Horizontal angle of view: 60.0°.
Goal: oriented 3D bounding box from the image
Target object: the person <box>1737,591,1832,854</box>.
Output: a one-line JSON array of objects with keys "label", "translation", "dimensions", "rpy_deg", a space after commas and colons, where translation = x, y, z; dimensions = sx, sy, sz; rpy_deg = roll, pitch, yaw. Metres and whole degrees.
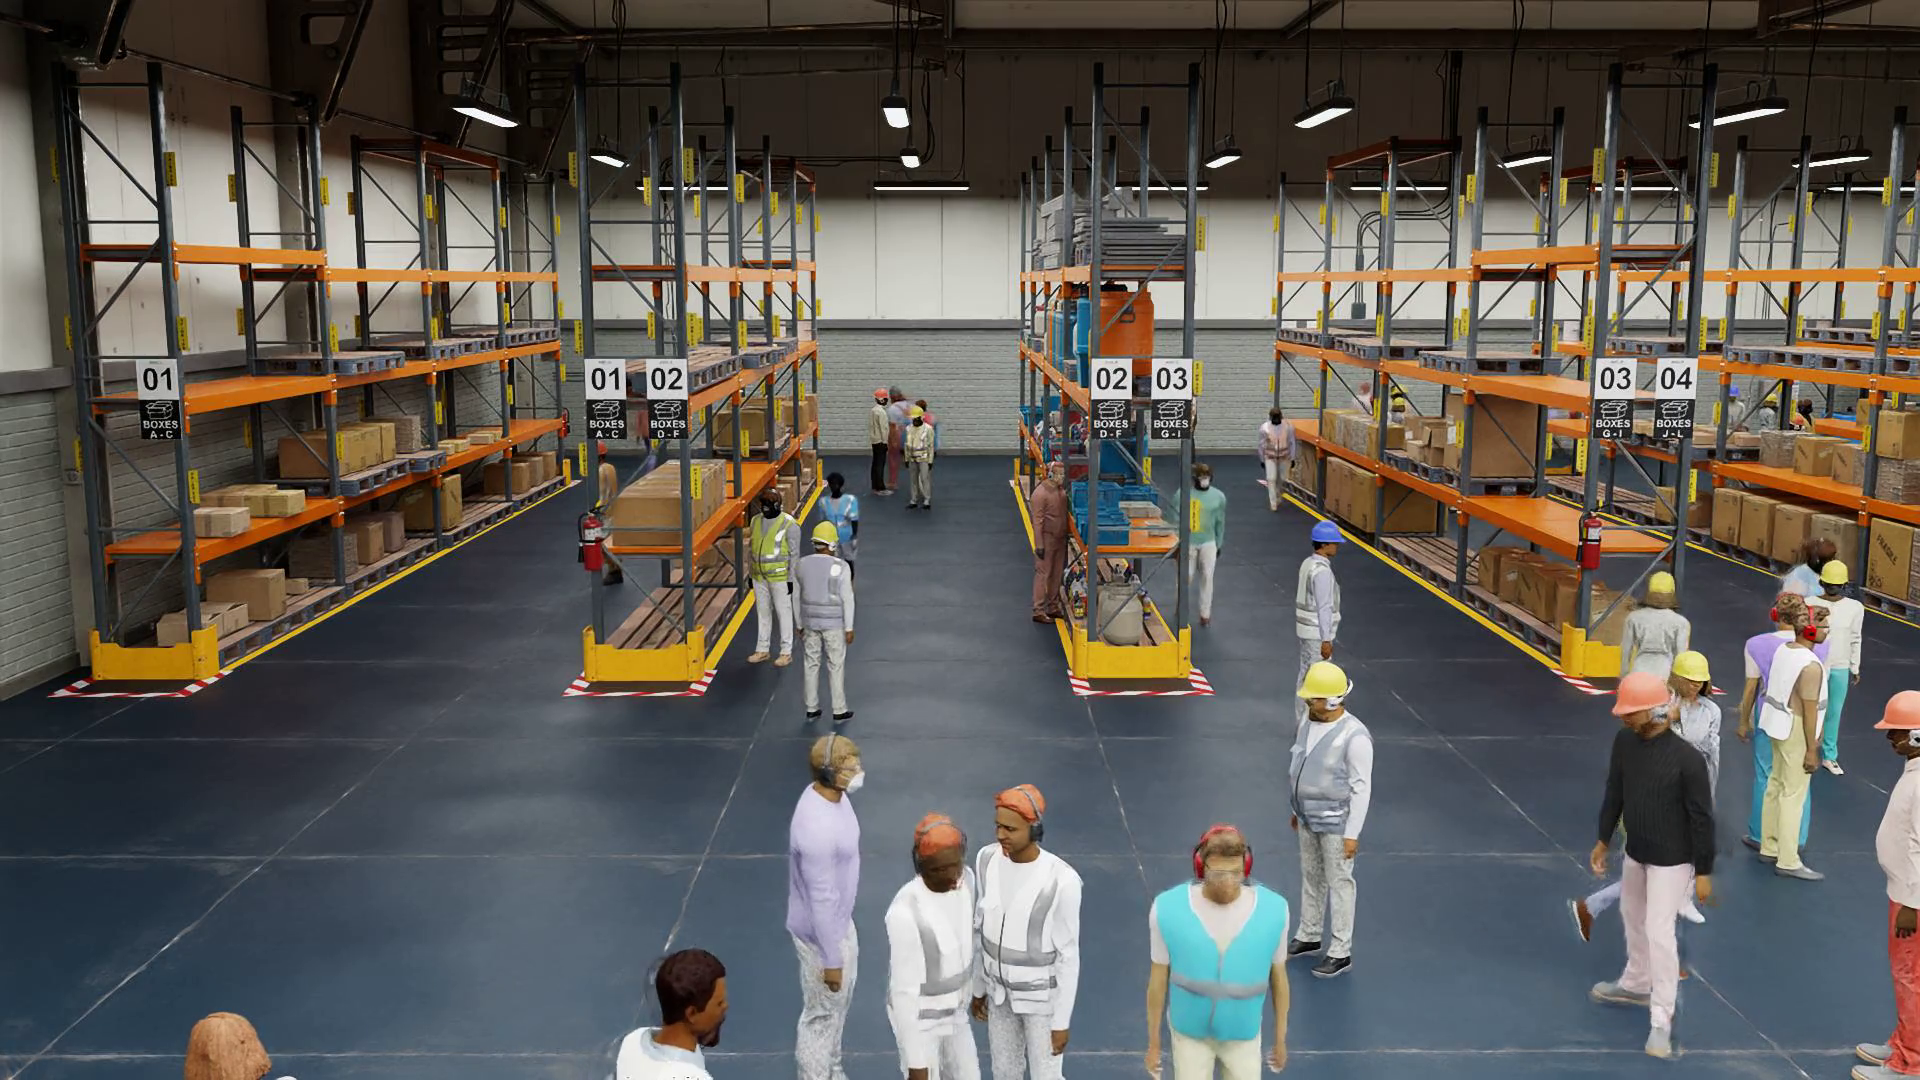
[{"label": "person", "translation": [5.723, 1.274, 11.566], "dimensions": [0.564, 1.848, 0.388], "rpy_deg": [2, 9, 12]}]

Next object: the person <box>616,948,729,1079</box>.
[{"label": "person", "translation": [-0.915, 2.224, 5.292], "dimensions": [0.437, 1.901, 0.604], "rpy_deg": [-6, 11, -34]}]

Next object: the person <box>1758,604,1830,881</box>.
[{"label": "person", "translation": [5.591, 1.336, 11.167], "dimensions": [0.396, 1.847, 0.565], "rpy_deg": [1, 9, 6]}]

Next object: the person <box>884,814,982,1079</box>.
[{"label": "person", "translation": [-0.123, 1.995, 6.906], "dimensions": [0.451, 1.852, 0.624], "rpy_deg": [5, 10, 31]}]

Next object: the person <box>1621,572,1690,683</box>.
[{"label": "person", "translation": [5.520, 1.088, 13.222], "dimensions": [0.505, 1.687, 0.889], "rpy_deg": [5, 10, 31]}]

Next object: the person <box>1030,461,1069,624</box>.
[{"label": "person", "translation": [1.084, 0.022, 19.480], "dimensions": [0.400, 1.900, 0.647], "rpy_deg": [6, 11, 34]}]

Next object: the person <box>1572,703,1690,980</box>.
[{"label": "person", "translation": [3.931, 1.689, 9.653], "dimensions": [0.651, 1.612, 0.508], "rpy_deg": [7, 11, 38]}]

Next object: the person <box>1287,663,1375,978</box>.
[{"label": "person", "translation": [2.097, 1.595, 9.581], "dimensions": [0.404, 1.825, 0.586], "rpy_deg": [-4, 10, -24]}]

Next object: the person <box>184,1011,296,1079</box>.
[{"label": "person", "translation": [-2.345, 2.335, 5.463], "dimensions": [0.289, 1.625, 0.497], "rpy_deg": [5, 10, 28]}]

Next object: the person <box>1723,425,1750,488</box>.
[{"label": "person", "translation": [12.980, -1.111, 27.732], "dimensions": [0.513, 1.594, 0.861], "rpy_deg": [0, 9, 2]}]

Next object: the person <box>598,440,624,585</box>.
[{"label": "person", "translation": [-4.689, -0.364, 21.893], "dimensions": [0.434, 1.921, 0.582], "rpy_deg": [1, 9, 6]}]

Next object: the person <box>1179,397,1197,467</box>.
[{"label": "person", "translation": [4.912, -2.470, 35.701], "dimensions": [0.343, 1.840, 0.505], "rpy_deg": [-1, 9, -7]}]

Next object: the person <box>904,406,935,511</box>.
[{"label": "person", "translation": [-0.722, -1.417, 28.970], "dimensions": [0.598, 1.824, 0.403], "rpy_deg": [6, 11, 33]}]

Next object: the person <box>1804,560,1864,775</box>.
[{"label": "person", "translation": [6.990, 1.027, 13.422], "dimensions": [0.533, 1.765, 0.322], "rpy_deg": [1, 9, 9]}]

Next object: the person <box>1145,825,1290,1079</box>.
[{"label": "person", "translation": [1.053, 2.015, 6.871], "dimensions": [0.581, 1.825, 0.527], "rpy_deg": [1, 9, 4]}]

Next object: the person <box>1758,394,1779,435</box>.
[{"label": "person", "translation": [16.307, -2.091, 33.585], "dimensions": [0.326, 1.735, 0.491], "rpy_deg": [0, 9, -2]}]

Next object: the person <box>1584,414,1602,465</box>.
[{"label": "person", "translation": [13.752, -2.550, 36.019], "dimensions": [0.661, 1.897, 0.396], "rpy_deg": [-8, 12, -42]}]

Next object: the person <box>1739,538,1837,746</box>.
[{"label": "person", "translation": [7.244, 0.857, 14.364], "dimensions": [0.635, 1.819, 0.697], "rpy_deg": [-5, 10, -31]}]

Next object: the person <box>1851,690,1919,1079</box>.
[{"label": "person", "translation": [4.709, 1.725, 8.262], "dimensions": [0.411, 1.980, 0.623], "rpy_deg": [4, 10, 25]}]

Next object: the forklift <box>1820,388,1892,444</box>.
[{"label": "forklift", "translation": [20.072, -3.110, 36.462], "dimensions": [1.873, 2.768, 1.129], "rpy_deg": [0, 9, 0]}]

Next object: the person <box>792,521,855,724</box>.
[{"label": "person", "translation": [-1.220, 0.743, 15.031], "dimensions": [0.592, 1.833, 0.404], "rpy_deg": [3, 9, 21]}]

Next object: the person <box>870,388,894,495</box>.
[{"label": "person", "translation": [-1.483, -1.838, 31.110], "dimensions": [0.384, 1.996, 0.610], "rpy_deg": [-3, 9, -20]}]

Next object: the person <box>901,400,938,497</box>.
[{"label": "person", "translation": [-0.746, -1.710, 30.947], "dimensions": [0.633, 1.801, 0.959], "rpy_deg": [-4, 10, -23]}]

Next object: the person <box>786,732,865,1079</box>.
[{"label": "person", "translation": [-0.602, 1.830, 7.733], "dimensions": [0.398, 1.931, 0.644], "rpy_deg": [0, 9, 1]}]

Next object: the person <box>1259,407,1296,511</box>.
[{"label": "person", "translation": [5.524, -1.425, 29.029], "dimensions": [0.636, 1.821, 0.565], "rpy_deg": [1, 9, 4]}]

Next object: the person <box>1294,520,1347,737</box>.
[{"label": "person", "translation": [3.095, 0.795, 14.329], "dimensions": [0.404, 1.945, 0.615], "rpy_deg": [0, 9, -3]}]

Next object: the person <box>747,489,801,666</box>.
[{"label": "person", "translation": [-1.961, 0.384, 17.313], "dimensions": [0.626, 1.844, 0.429], "rpy_deg": [5, 10, 28]}]

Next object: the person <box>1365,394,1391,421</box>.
[{"label": "person", "translation": [7.741, -1.785, 31.008], "dimensions": [0.550, 1.927, 0.388], "rpy_deg": [0, 9, 2]}]

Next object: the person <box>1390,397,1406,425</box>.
[{"label": "person", "translation": [8.500, -1.903, 32.342], "dimensions": [0.320, 1.742, 0.492], "rpy_deg": [-5, 10, -29]}]

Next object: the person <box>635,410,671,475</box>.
[{"label": "person", "translation": [-6.027, -2.106, 32.960], "dimensions": [0.661, 1.945, 0.984], "rpy_deg": [3, 9, 16]}]

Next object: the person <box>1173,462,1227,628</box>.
[{"label": "person", "translation": [2.780, 0.023, 19.416], "dimensions": [0.631, 1.912, 0.840], "rpy_deg": [0, 9, 0]}]

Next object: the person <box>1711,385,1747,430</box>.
[{"label": "person", "translation": [15.374, -2.128, 33.203], "dimensions": [0.613, 1.922, 0.603], "rpy_deg": [0, 9, 2]}]

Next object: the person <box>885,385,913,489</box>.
[{"label": "person", "translation": [-1.110, -1.975, 31.847], "dimensions": [0.763, 2.000, 0.695], "rpy_deg": [8, 12, 42]}]

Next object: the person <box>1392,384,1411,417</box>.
[{"label": "person", "translation": [8.921, -2.202, 33.689], "dimensions": [0.385, 1.925, 0.593], "rpy_deg": [1, 9, 5]}]

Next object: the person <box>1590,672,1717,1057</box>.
[{"label": "person", "translation": [3.625, 1.658, 8.786], "dimensions": [0.470, 1.960, 0.861], "rpy_deg": [-2, 9, -13]}]

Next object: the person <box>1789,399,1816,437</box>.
[{"label": "person", "translation": [15.432, -1.664, 30.475], "dimensions": [0.633, 1.845, 0.429], "rpy_deg": [-6, 10, -32]}]

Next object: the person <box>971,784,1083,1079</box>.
[{"label": "person", "translation": [0.270, 1.952, 7.103], "dimensions": [0.573, 1.880, 0.359], "rpy_deg": [8, 12, 43]}]

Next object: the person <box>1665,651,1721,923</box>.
[{"label": "person", "translation": [4.458, 1.530, 10.294], "dimensions": [0.482, 1.734, 0.332], "rpy_deg": [0, 9, -2]}]

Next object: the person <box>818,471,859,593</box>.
[{"label": "person", "translation": [-1.492, -0.037, 20.564], "dimensions": [0.532, 1.669, 0.757], "rpy_deg": [0, 9, 3]}]
